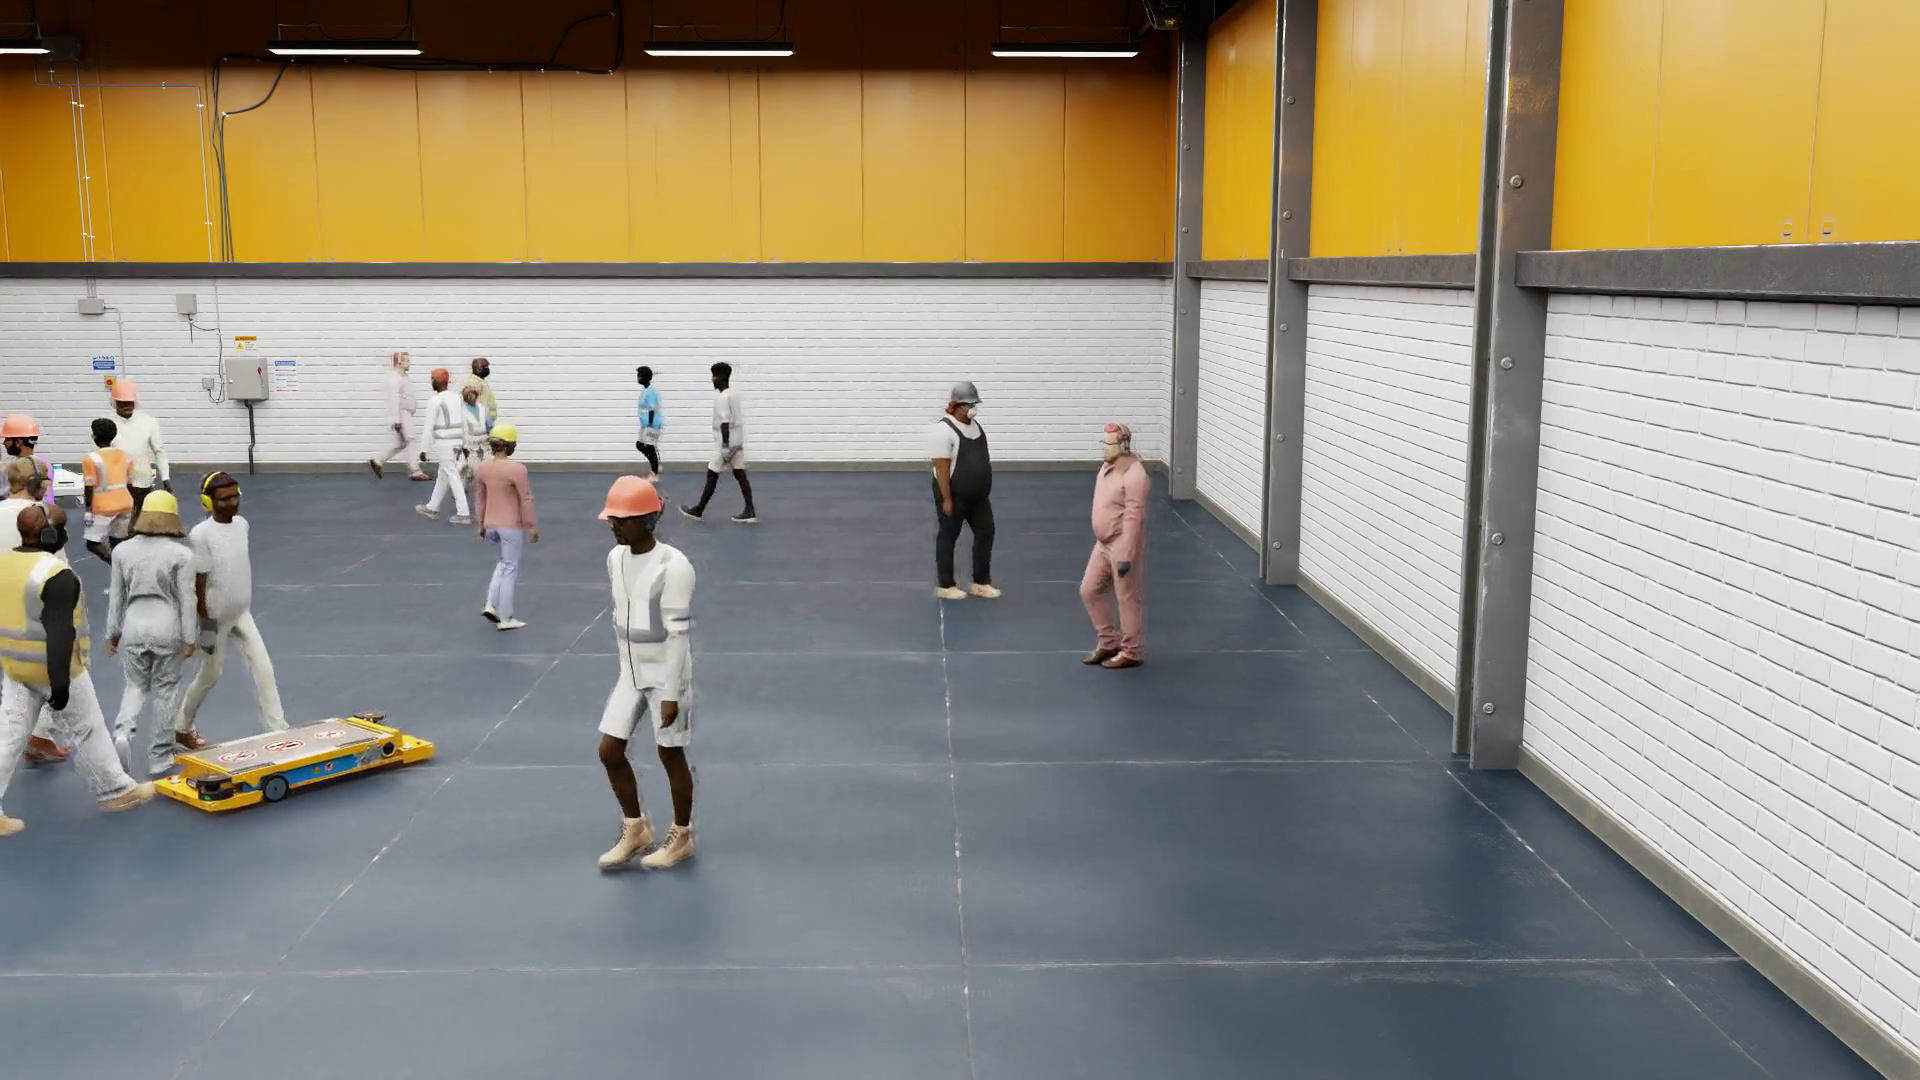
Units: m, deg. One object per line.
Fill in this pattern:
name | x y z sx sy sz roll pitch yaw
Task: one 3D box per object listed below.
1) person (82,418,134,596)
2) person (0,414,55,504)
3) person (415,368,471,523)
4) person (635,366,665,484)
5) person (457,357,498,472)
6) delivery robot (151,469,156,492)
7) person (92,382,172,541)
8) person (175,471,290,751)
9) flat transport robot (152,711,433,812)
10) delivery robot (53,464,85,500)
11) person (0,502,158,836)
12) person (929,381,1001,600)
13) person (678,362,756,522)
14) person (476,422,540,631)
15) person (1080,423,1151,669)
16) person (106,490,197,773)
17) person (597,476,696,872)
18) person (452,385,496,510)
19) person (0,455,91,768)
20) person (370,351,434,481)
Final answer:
person | -7.773 -0.283 15.258 0.431 1.677 0.546 3 10 20
person | -7.097 0.005 12.708 0.361 1.939 0.543 -2 10 -14
person | -6.246 -1.119 19.872 0.923 1.844 0.611 3 10 18
person | -4.387 -1.620 23.434 0.362 1.676 0.543 -4 10 -23
person | -6.749 -1.644 23.194 0.861 1.813 0.630 -1 9 -7
delivery robot | -10.833 -0.799 21.581 0.707 0.478 0.477 -2 9 -12
person | -8.100 -0.582 16.293 0.627 1.938 1.033 -8 12 -41
person | -4.545 0.464 10.308 0.978 1.818 0.529 3 10 16
flat transport robot | -3.945 1.295 9.894 0.652 0.197 1.431 7 12 37
delivery robot | -11.416 -0.715 21.066 0.707 0.478 0.477 -3 10 -15
person | -4.960 0.684 9.023 0.642 1.791 1.001 5 11 28
person | 0.077 -0.442 15.134 0.719 2.000 0.707 8 12 40
person | -2.892 -1.162 19.911 0.981 1.912 0.640 2 9 12
person | -3.814 -0.111 13.997 0.540 1.756 0.386 5 11 30
person | 1.135 0.056 12.542 0.562 1.884 0.684 -3 10 -19
person | -4.823 0.570 9.922 0.531 1.707 0.578 0 9 -3
person | -1.572 0.687 8.259 0.618 2.019 0.629 7 12 37
person | -6.141 -1.157 20.854 0.819 1.596 0.530 6 11 32
person | -5.584 0.445 10.063 0.637 1.920 0.432 3 10 20
person | -8.020 -1.769 23.760 0.810 1.878 0.654 -2 9 -12
